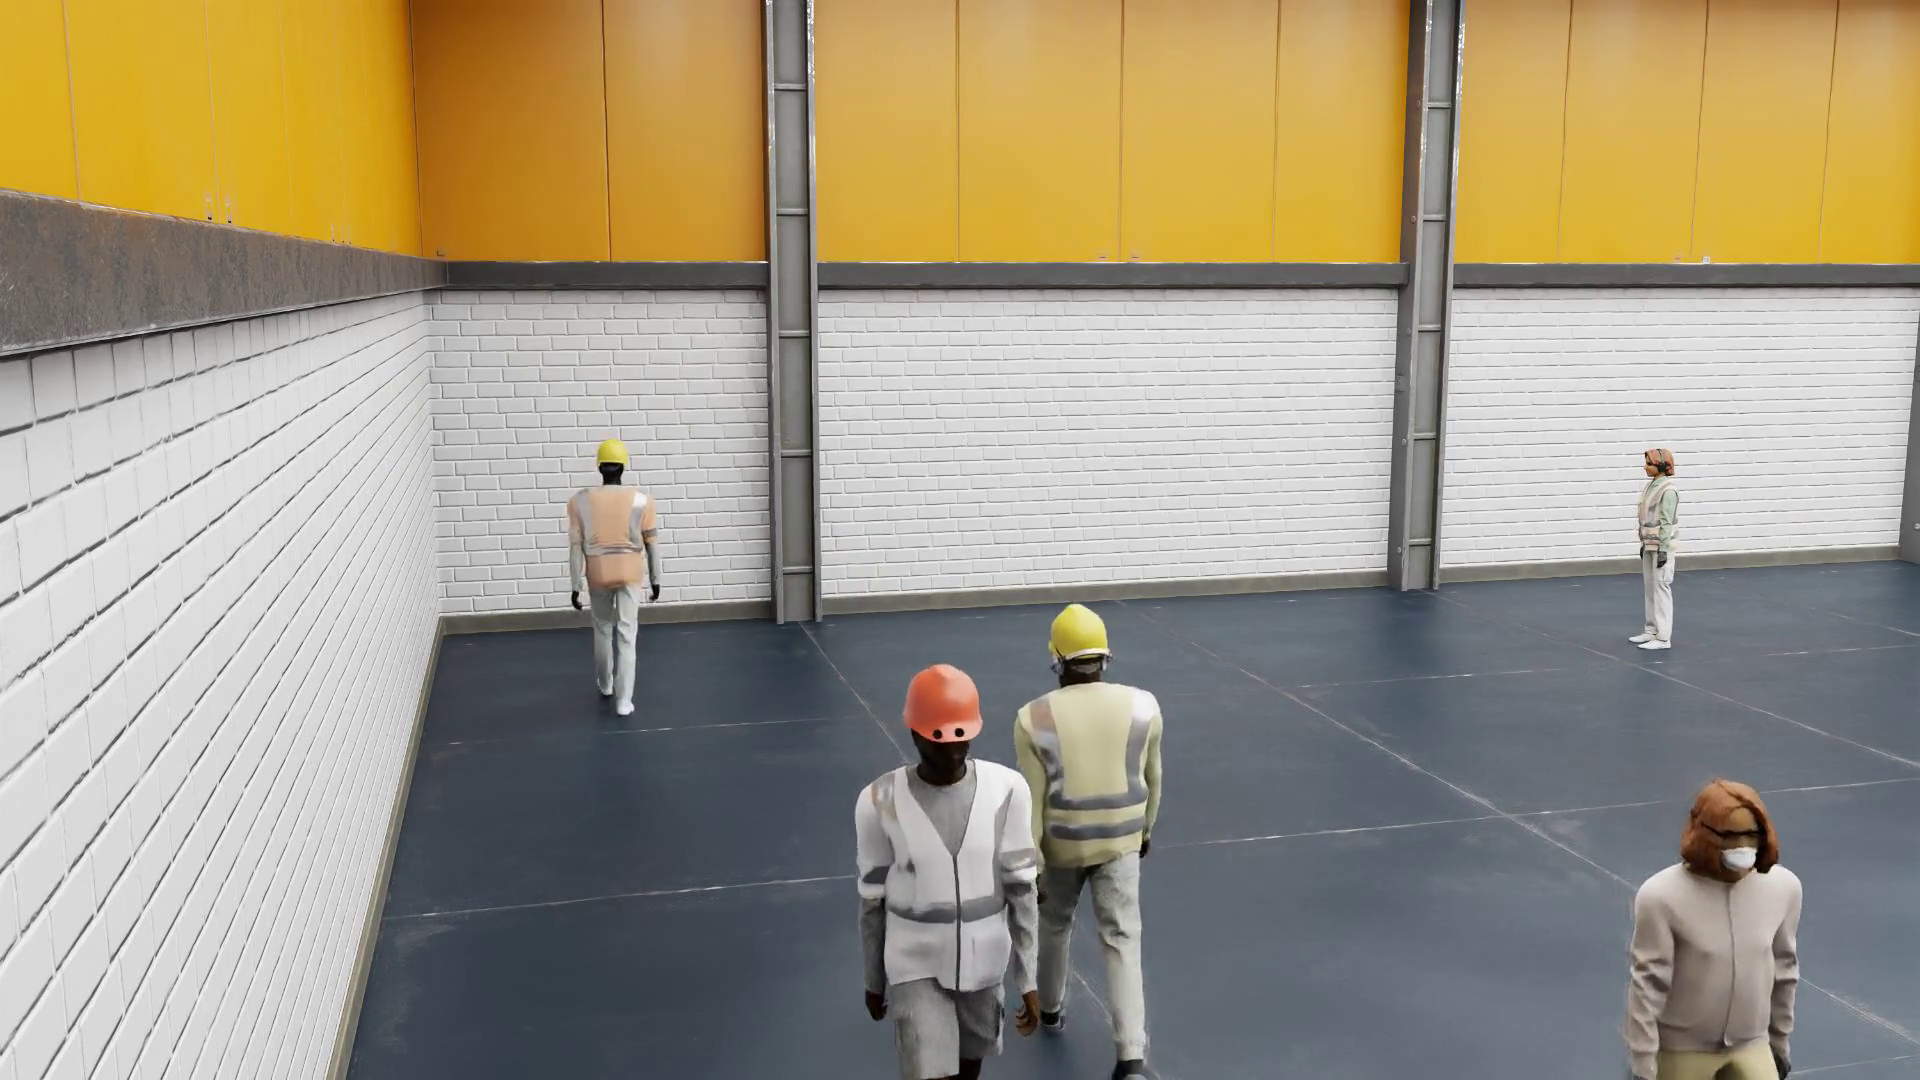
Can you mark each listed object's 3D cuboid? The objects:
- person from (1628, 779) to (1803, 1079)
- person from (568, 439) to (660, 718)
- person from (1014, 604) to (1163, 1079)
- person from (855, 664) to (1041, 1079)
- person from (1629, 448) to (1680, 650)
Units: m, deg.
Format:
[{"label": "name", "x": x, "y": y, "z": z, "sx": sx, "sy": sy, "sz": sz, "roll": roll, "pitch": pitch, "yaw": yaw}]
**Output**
[{"label": "person", "x": 2.156, "y": 1.477, "z": 4.726, "sx": 0.523, "sy": 1.614, "sz": 0.517, "roll": 0, "pitch": 9, "yaw": -3}, {"label": "person", "x": -2.397, "y": 0.238, "z": 11.611, "sx": 0.606, "sy": 1.886, "sz": 0.899, "roll": -1, "pitch": 9, "yaw": -7}, {"label": "person", "x": 0.497, "y": 1.139, "z": 6.315, "sx": 0.591, "sy": 1.792, "sz": 0.947, "roll": -1, "pitch": 9, "yaw": -5}, {"label": "person", "x": -0.057, "y": 1.272, "z": 5.160, "sx": 0.537, "sy": 1.894, "sz": 0.980, "roll": -2, "pitch": 9, "yaw": -13}, {"label": "person", "x": 5.636, "y": 0.072, "z": 13.456, "sx": 0.314, "sy": 1.629, "sz": 0.509, "roll": 0, "pitch": 9, "yaw": 2}]
